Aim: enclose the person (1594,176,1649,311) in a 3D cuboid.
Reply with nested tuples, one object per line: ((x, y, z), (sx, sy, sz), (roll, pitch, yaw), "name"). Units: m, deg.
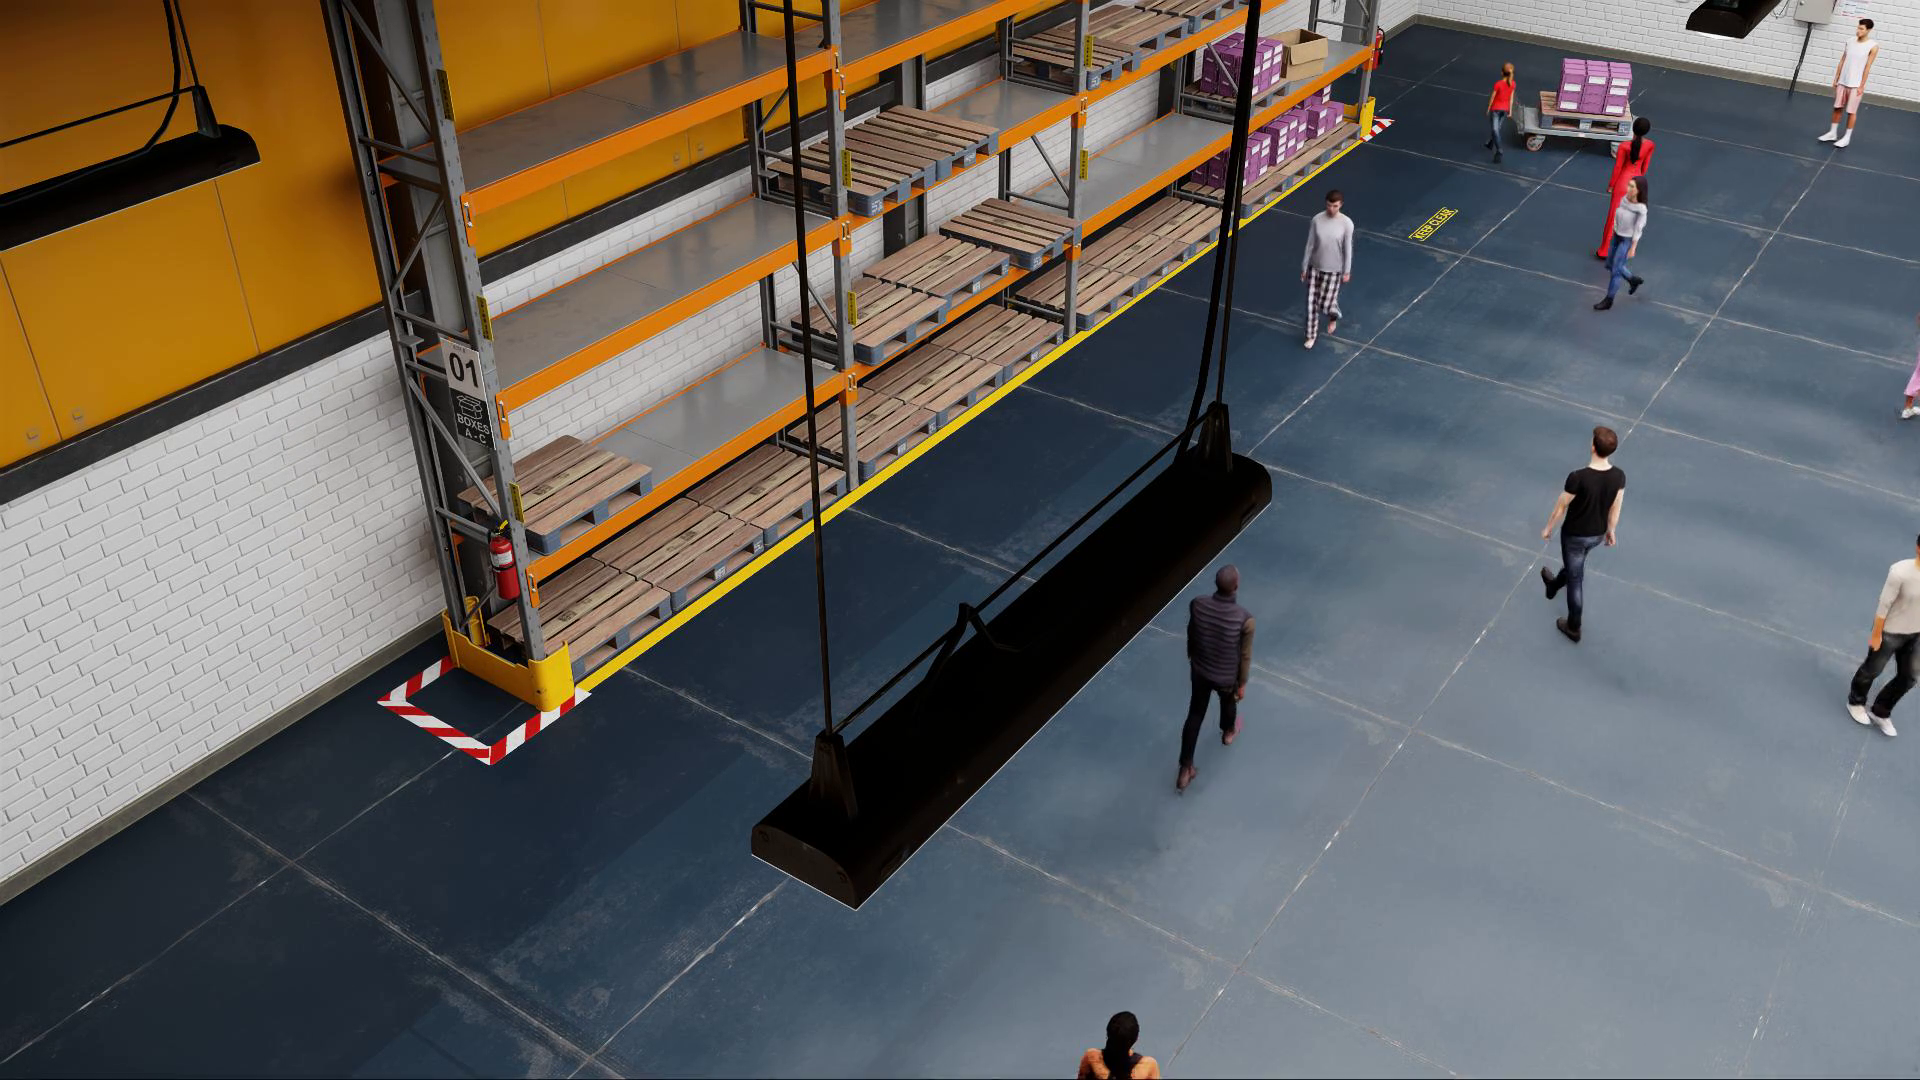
((7.661, -3.400, 19.017), (0.950, 1.619, 0.892), (-6, 34, -8), "person")

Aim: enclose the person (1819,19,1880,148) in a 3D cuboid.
((12.620, -6.470, 23.490), (0.725, 1.780, 0.728), (-17, 37, -23), "person")

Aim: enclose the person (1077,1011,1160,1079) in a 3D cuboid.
((0.835, 3.225, 9.033), (0.881, 1.637, 1.016), (0, 34, 1), "person")

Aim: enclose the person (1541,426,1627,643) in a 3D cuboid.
((5.171, 0.001, 13.678), (1.145, 1.864, 1.191), (-7, 34, -10), "person")

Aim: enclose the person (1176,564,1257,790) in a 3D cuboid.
((1.827, 1.030, 12.200), (0.750, 1.788, 1.179), (19, 38, 26), "person")

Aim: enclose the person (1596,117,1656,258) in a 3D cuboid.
((8.084, -4.253, 20.151), (0.724, 1.783, 0.788), (-7, 34, -10), "person")

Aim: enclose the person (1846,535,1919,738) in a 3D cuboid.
((7.164, 0.631, 12.791), (0.832, 1.797, 0.887), (-4, 34, -5), "person")

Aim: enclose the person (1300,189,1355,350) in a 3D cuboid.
((4.040, -3.009, 18.236), (0.692, 1.831, 0.781), (19, 38, 26), "person")

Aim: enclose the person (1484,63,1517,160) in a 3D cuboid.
((7.548, -5.967, 23.177), (0.840, 1.289, 0.915), (-5, 34, -7), "person")
